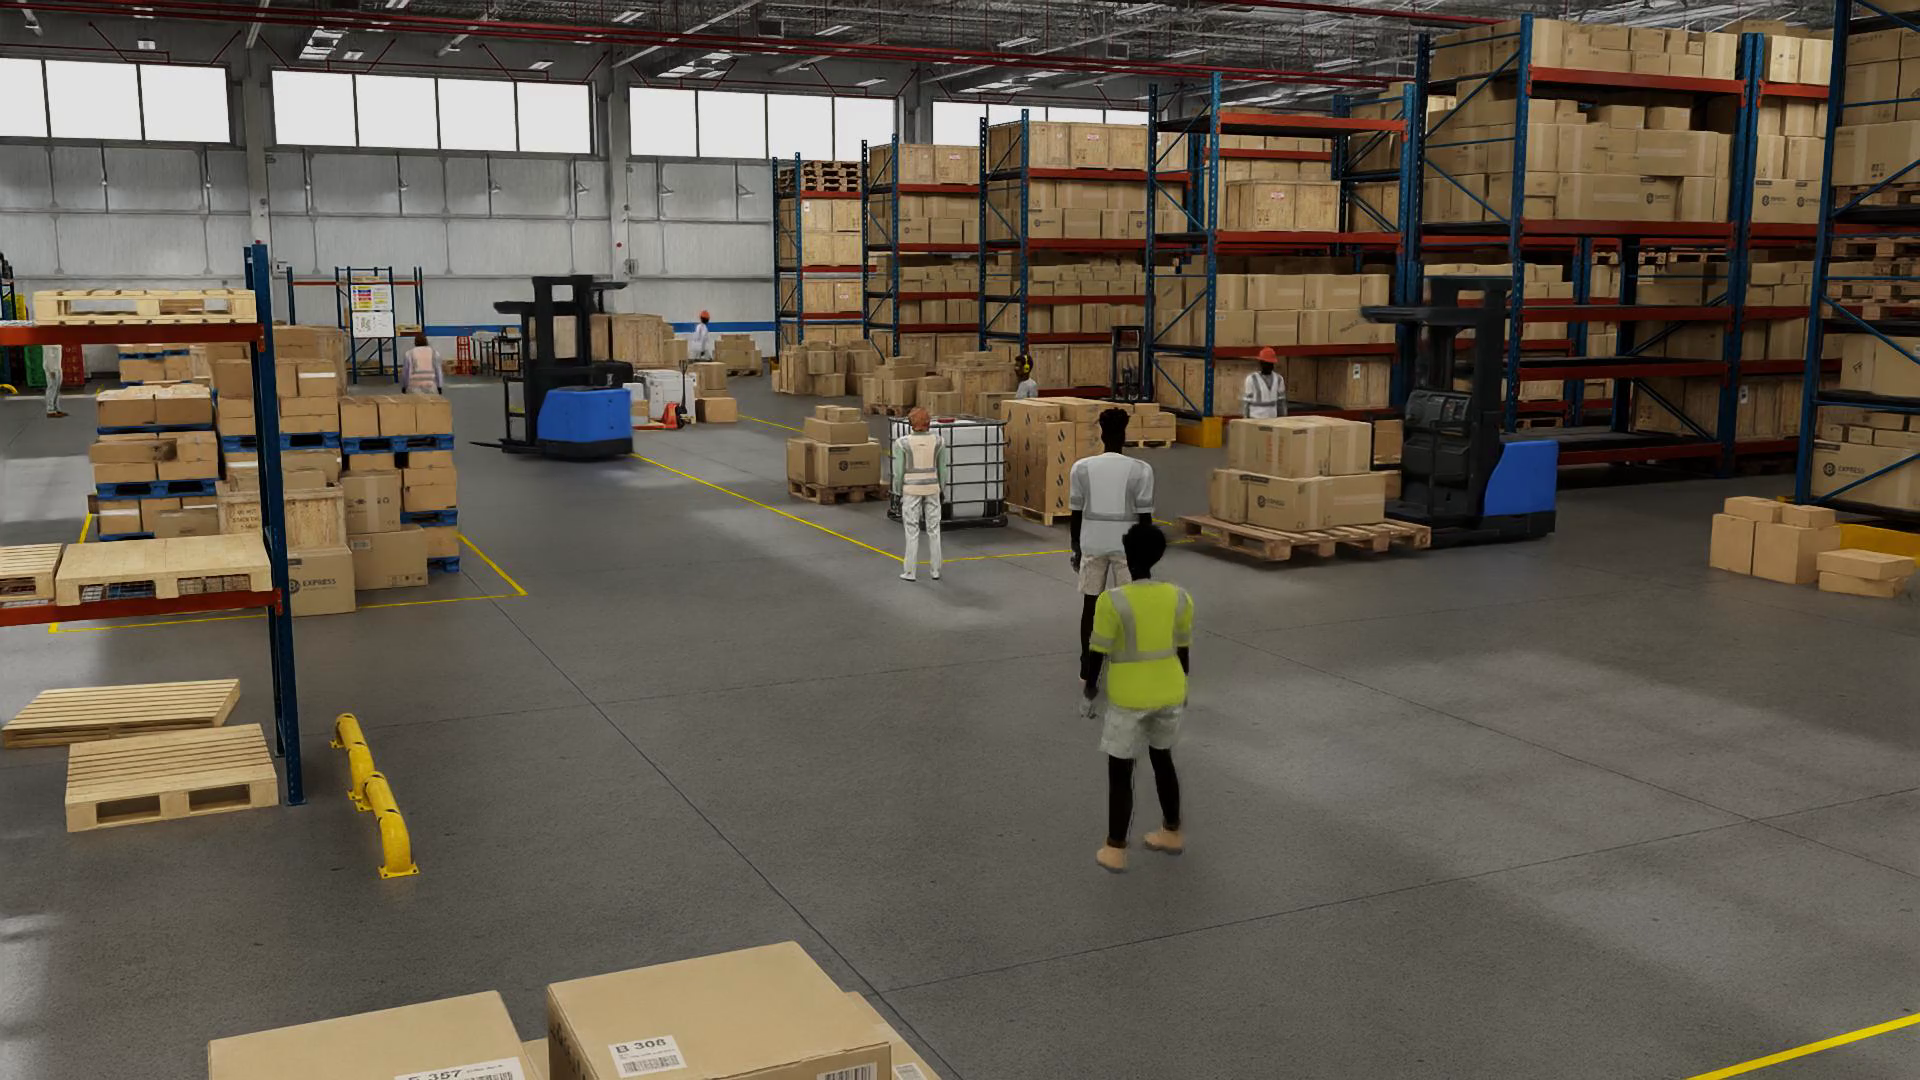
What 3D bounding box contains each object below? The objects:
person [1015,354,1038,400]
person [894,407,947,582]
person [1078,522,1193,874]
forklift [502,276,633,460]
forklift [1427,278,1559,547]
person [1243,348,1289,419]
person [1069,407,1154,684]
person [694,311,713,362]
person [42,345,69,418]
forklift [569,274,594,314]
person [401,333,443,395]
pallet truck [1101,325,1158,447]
[{"bbox_3d":[0.808,-1.380,20.770,0.328,1.874,0.517,-3,10,-16],"label":"person"},{"bbox_3d":[-0.368,-0.426,15.569,0.514,1.641,0.307,-3,10,-19],"label":"person"},{"bbox_3d":[0.869,0.758,8.053,0.604,1.684,0.344,-5,10,-26],"label":"person"},{"bbox_3d":[-6.146,-2.716,25.938,1.873,2.768,1.129,7,11,35],"label":"forklift"},{"bbox_3d":[5.443,-1.424,17.924,1.873,2.768,1.129,-4,10,-25],"label":"forklift"},{"bbox_3d":[4.065,-1.573,21.879,0.569,1.887,0.966,-4,10,-21],"label":"person"},{"bbox_3d":[1.061,0.048,11.665,0.603,1.957,0.386,3,10,15],"label":"person"},{"bbox_3d":[-6.738,-5.019,43.325,1.001,1.894,0.559,-6,11,-31],"label":"person"},{"bbox_3d":[-18.028,-3.391,33.097,0.374,1.931,0.623,-2,9,-13],"label":"person"},{"bbox_3d":[-9.708,-5.445,42.867,1.873,2.768,1.129,1,9,4],"label":"forklift"},{"bbox_3d":[-9.416,-2.697,29.099,0.657,1.813,0.601,-5,11,-30],"label":"person"},{"bbox_3d":[2.881,-2.596,27.923,0.823,1.965,1.885,-1,9,-7],"label":"pallet truck"}]
